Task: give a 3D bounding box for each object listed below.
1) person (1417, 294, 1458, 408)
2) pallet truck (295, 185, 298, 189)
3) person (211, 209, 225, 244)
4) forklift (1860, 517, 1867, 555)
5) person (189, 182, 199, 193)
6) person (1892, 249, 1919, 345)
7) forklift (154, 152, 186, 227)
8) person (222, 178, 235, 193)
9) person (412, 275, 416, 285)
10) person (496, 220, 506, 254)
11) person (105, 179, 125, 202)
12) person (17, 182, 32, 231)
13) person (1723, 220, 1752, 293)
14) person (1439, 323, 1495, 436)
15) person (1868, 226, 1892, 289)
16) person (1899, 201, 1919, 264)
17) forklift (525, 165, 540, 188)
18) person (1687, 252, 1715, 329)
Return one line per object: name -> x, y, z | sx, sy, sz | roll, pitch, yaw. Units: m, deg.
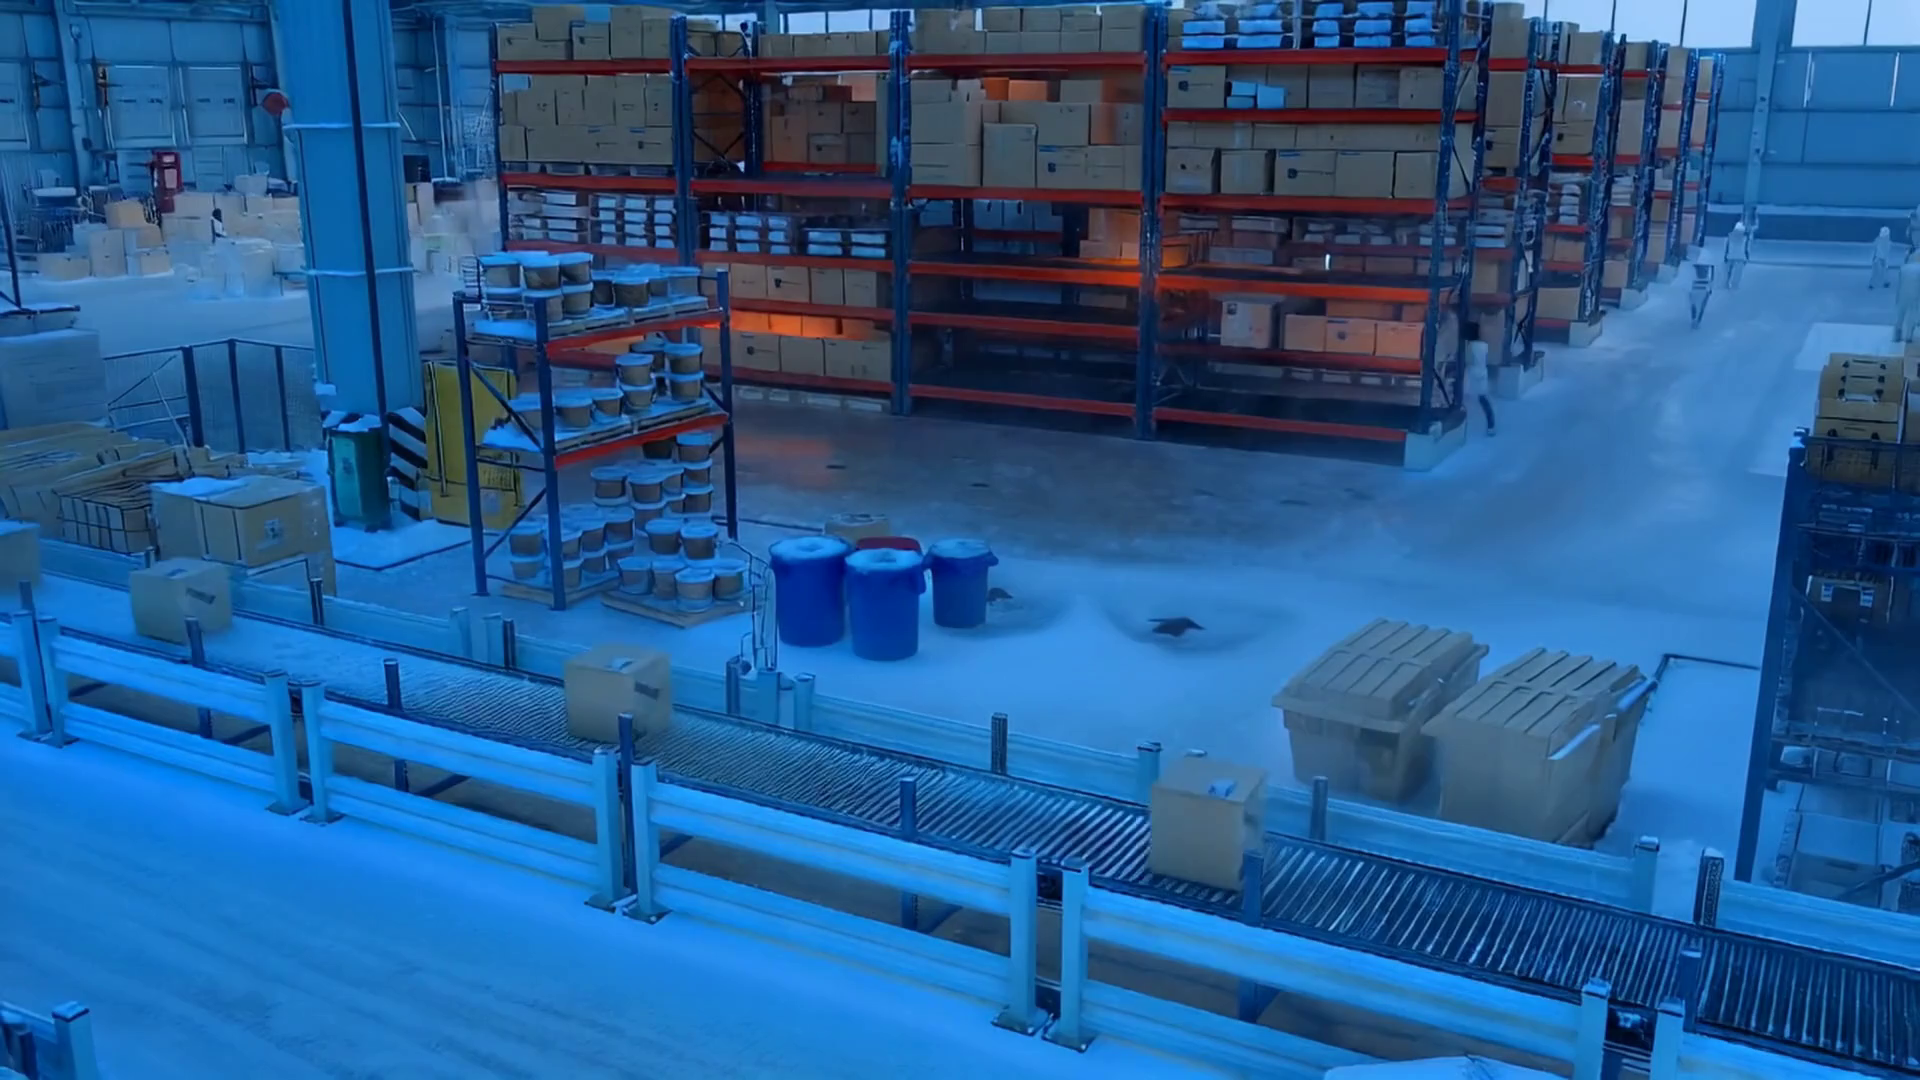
person -> 7.333, -2.828, 25.598 | 0.469, 1.926, 0.707 | -11, 19, -36
pallet truck -> -26.804, -14.617, 69.738 | 1.885, 1.965, 0.823 | -14, 20, -42
person -> -20.413, -8.191, 45.880 | 0.505, 1.844, 0.346 | 10, 18, 34
forklift -> 10.188, -0.979, 16.782 | 1.873, 2.768, 1.129 | 8, 17, 28
person -> -27.373, -11.930, 59.827 | 0.913, 1.915, 0.623 | -4, 16, -16
person -> 19.015, -4.859, 33.234 | 0.402, 1.904, 0.652 | -3, 15, -10
forklift -> -29.681, -13.185, 62.665 | 1.873, 2.768, 1.129 | 8, 17, 28
person -> -27.715, -12.845, 63.332 | 0.783, 1.856, 0.594 | 4, 15, 16
person -> -14.387, -7.399, 42.781 | 0.550, 1.913, 0.792 | 10, 18, 32
person -> -11.123, -6.989, 41.210 | 0.621, 1.913, 0.972 | 6, 16, 22
person -> -31.036, -12.297, 61.141 | 0.627, 1.934, 0.370 | -8, 17, -27
person -> -33.366, -11.777, 59.258 | 0.574, 1.891, 0.949 | 12, 19, 38
person -> 19.683, -7.176, 42.094 | 0.661, 1.823, 0.480 | 13, 20, 40
person -> 7.498, -2.351, 24.308 | 0.538, 1.637, 0.912 | -9, 17, -30
person -> 23.791, -7.283, 42.926 | 0.820, 1.592, 0.513 | -9, 18, -32
person -> 28.184, -9.073, 49.148 | 0.964, 1.860, 0.641 | -4, 16, -16
forklift -> -16.455, -13.596, 64.211 | 1.873, 2.768, 1.129 | 1, 15, 2
person -> 15.880, -5.369, 35.699 | 0.541, 1.615, 0.648 | 4, 15, 15
